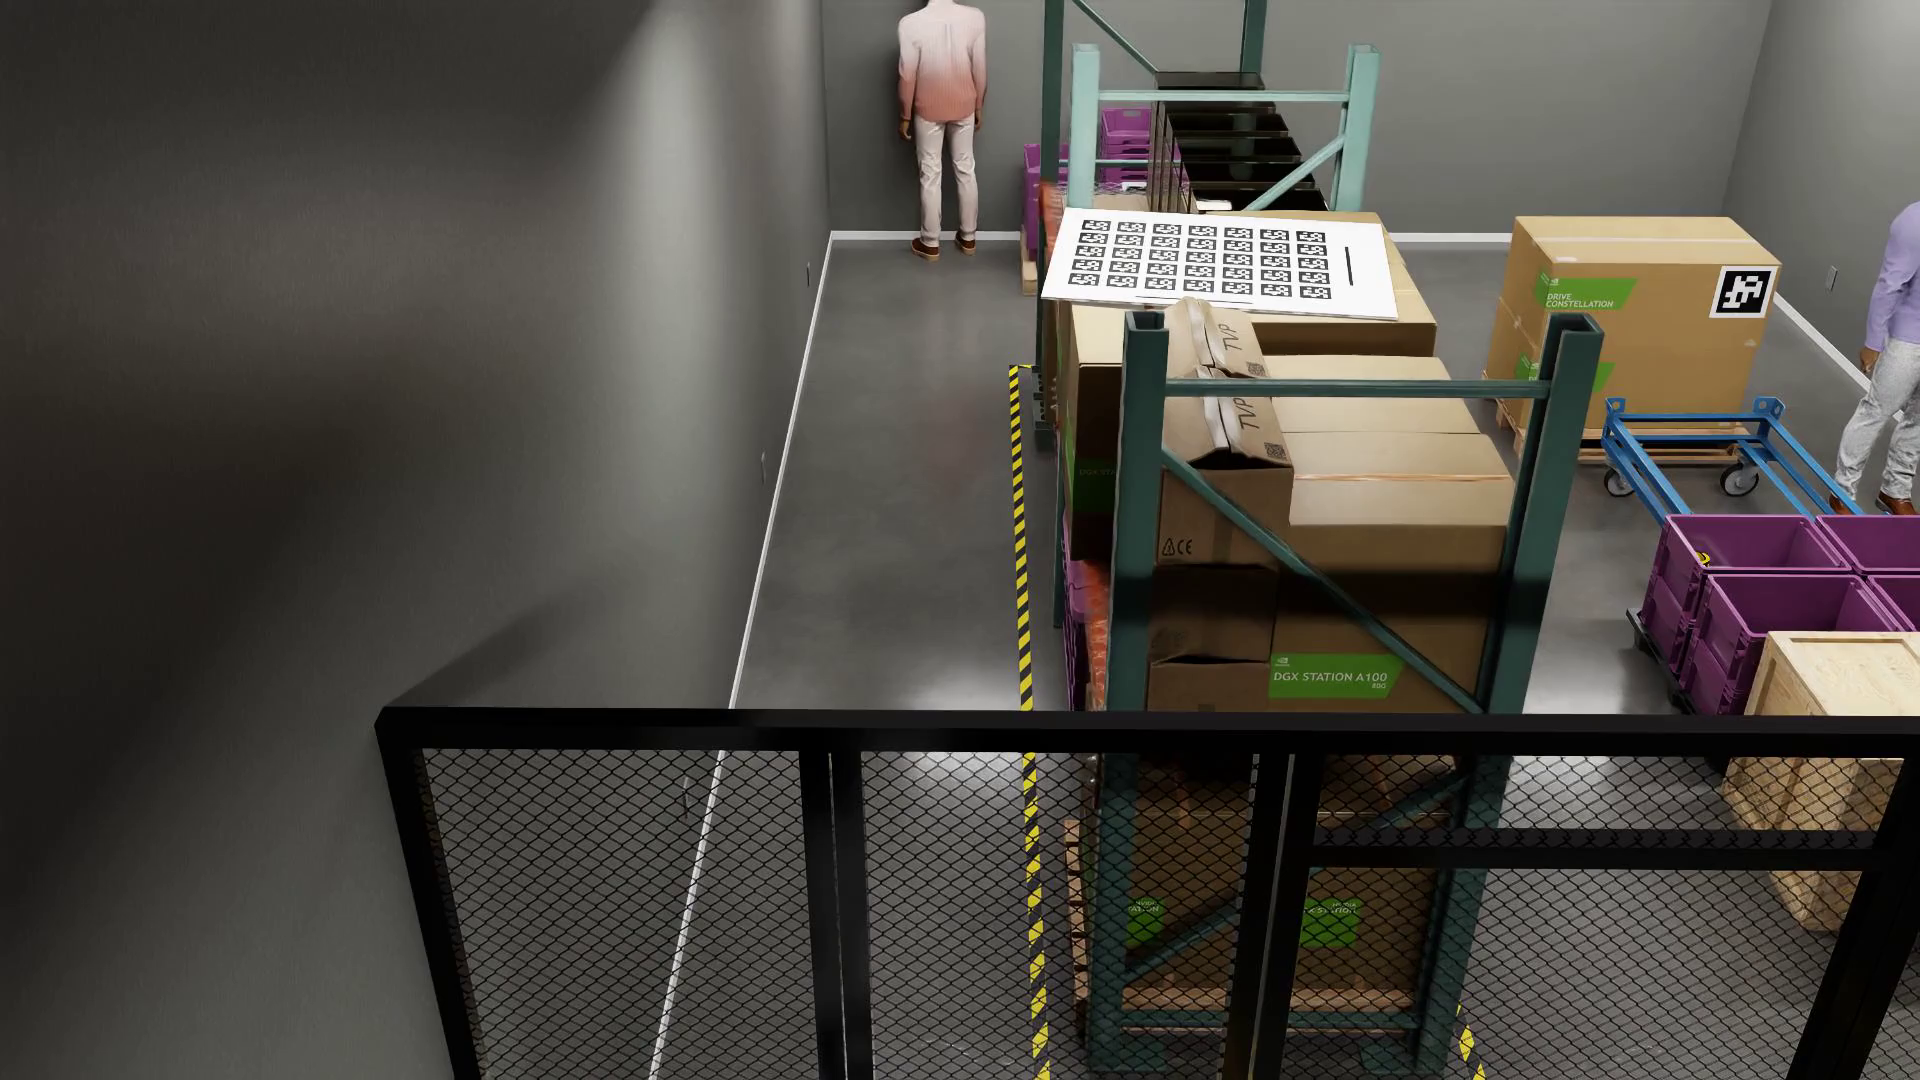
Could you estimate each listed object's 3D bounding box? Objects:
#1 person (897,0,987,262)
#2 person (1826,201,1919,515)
[{"bbox_3d":[-0.123,-2.814,10.835,0.612,1.996,0.389,-11,33,-18],"label":"person"},{"bbox_3d":[4.532,-0.939,7.774,0.635,1.937,0.354,-1,31,-2],"label":"person"}]
